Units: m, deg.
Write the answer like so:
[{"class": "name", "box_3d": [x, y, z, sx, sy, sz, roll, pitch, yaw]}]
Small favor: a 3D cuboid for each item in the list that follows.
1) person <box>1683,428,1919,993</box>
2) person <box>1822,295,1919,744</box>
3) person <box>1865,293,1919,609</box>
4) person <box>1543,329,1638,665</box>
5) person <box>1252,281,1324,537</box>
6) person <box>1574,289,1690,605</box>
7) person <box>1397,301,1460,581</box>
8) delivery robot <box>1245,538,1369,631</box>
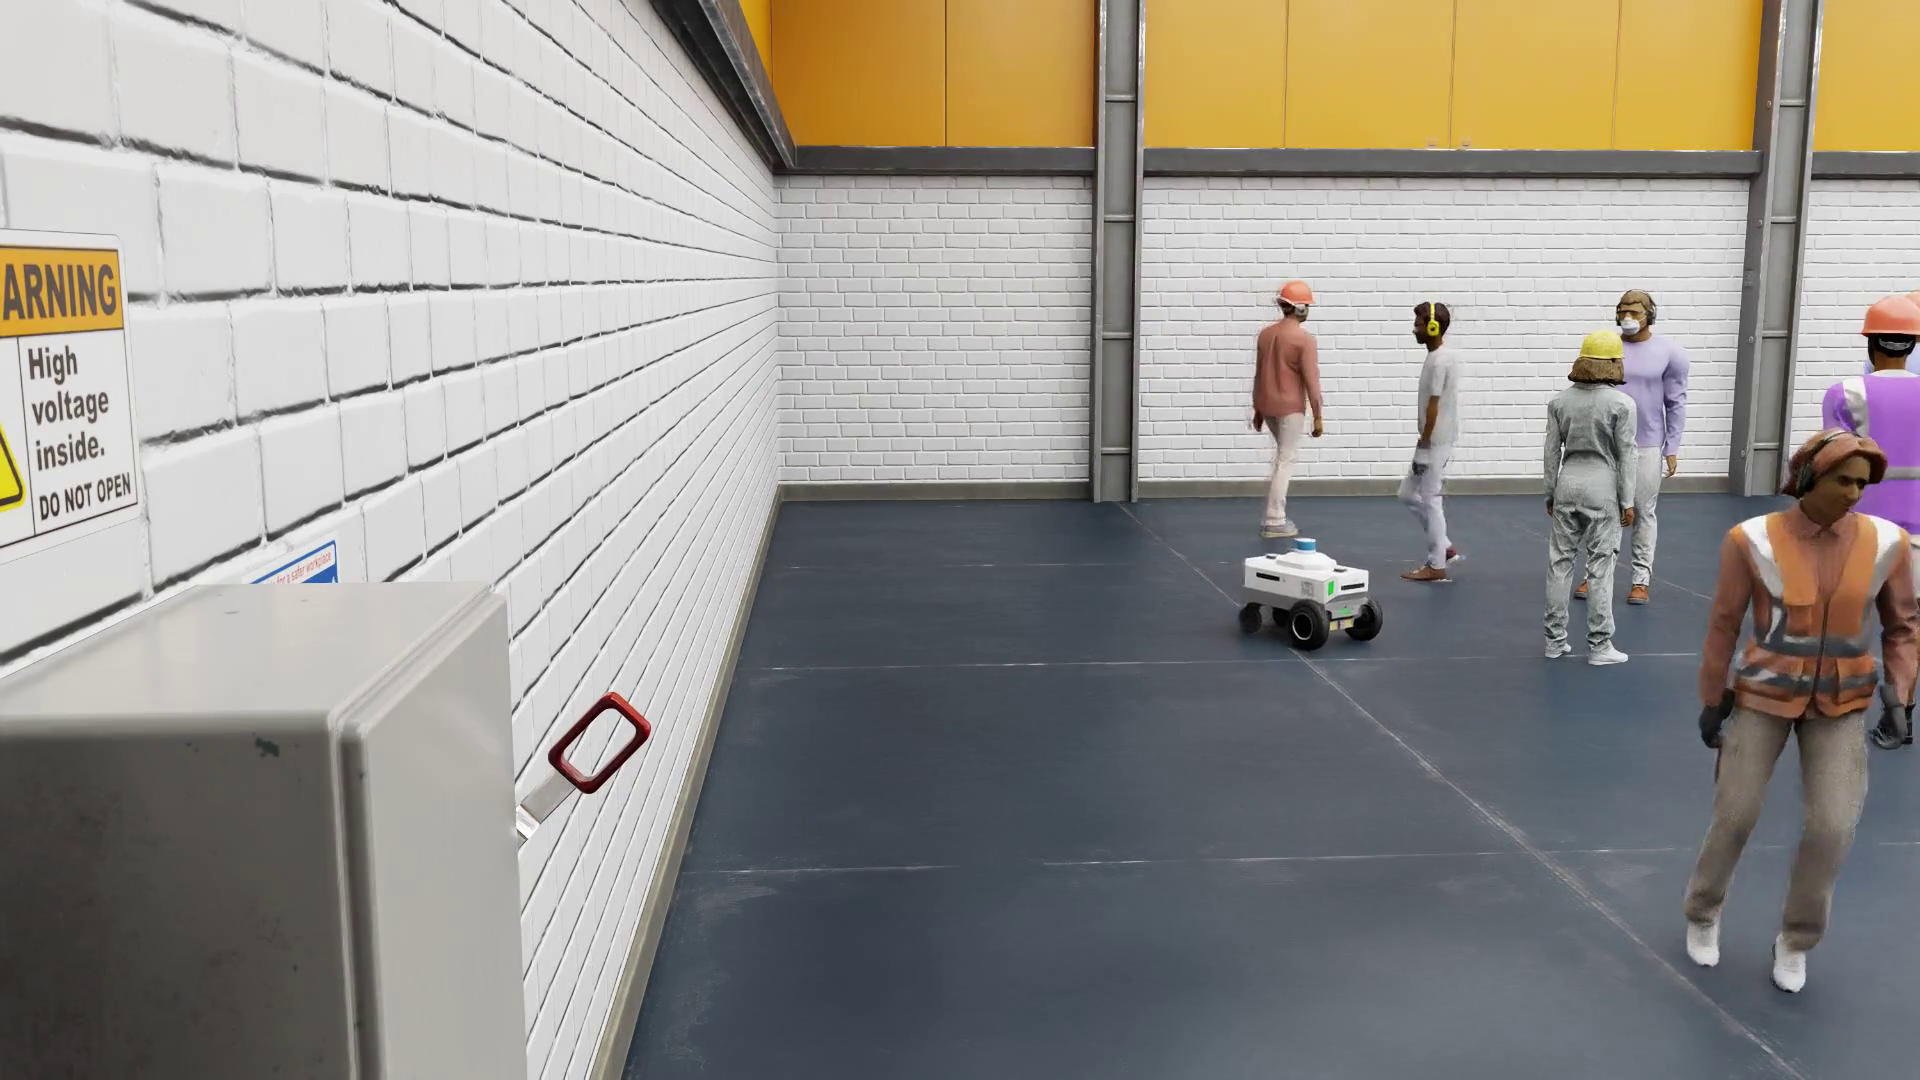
[{"class": "person", "box_3d": [2.390, 0.478, 4.731, 0.551, 1.604, 0.494, 2, 9, 10]}, {"class": "person", "box_3d": [3.966, -0.083, 7.204, 0.552, 1.935, 0.373, 1, 9, 6]}, {"class": "person", "box_3d": [5.835, -0.545, 10.209, 0.625, 1.911, 0.461, 9, 13, 43]}, {"class": "person", "box_3d": [3.301, -0.226, 8.707, 0.323, 1.742, 0.492, -8, 12, -42]}, {"class": "person", "box_3d": [2.564, -1.006, 12.875, 0.587, 1.971, 0.648, -5, 10, -29]}, {"class": "person", "box_3d": [4.133, -0.572, 10.269, 0.628, 1.939, 0.375, 6, 11, 35]}, {"class": "person", "box_3d": [3.073, -0.631, 10.926, 0.388, 1.855, 0.509, 2, 9, 13]}, {"class": "delivery robot", "box_3d": [1.916, 0.235, 9.240, 0.477, 0.478, 0.707, -6, 11, -34]}]
